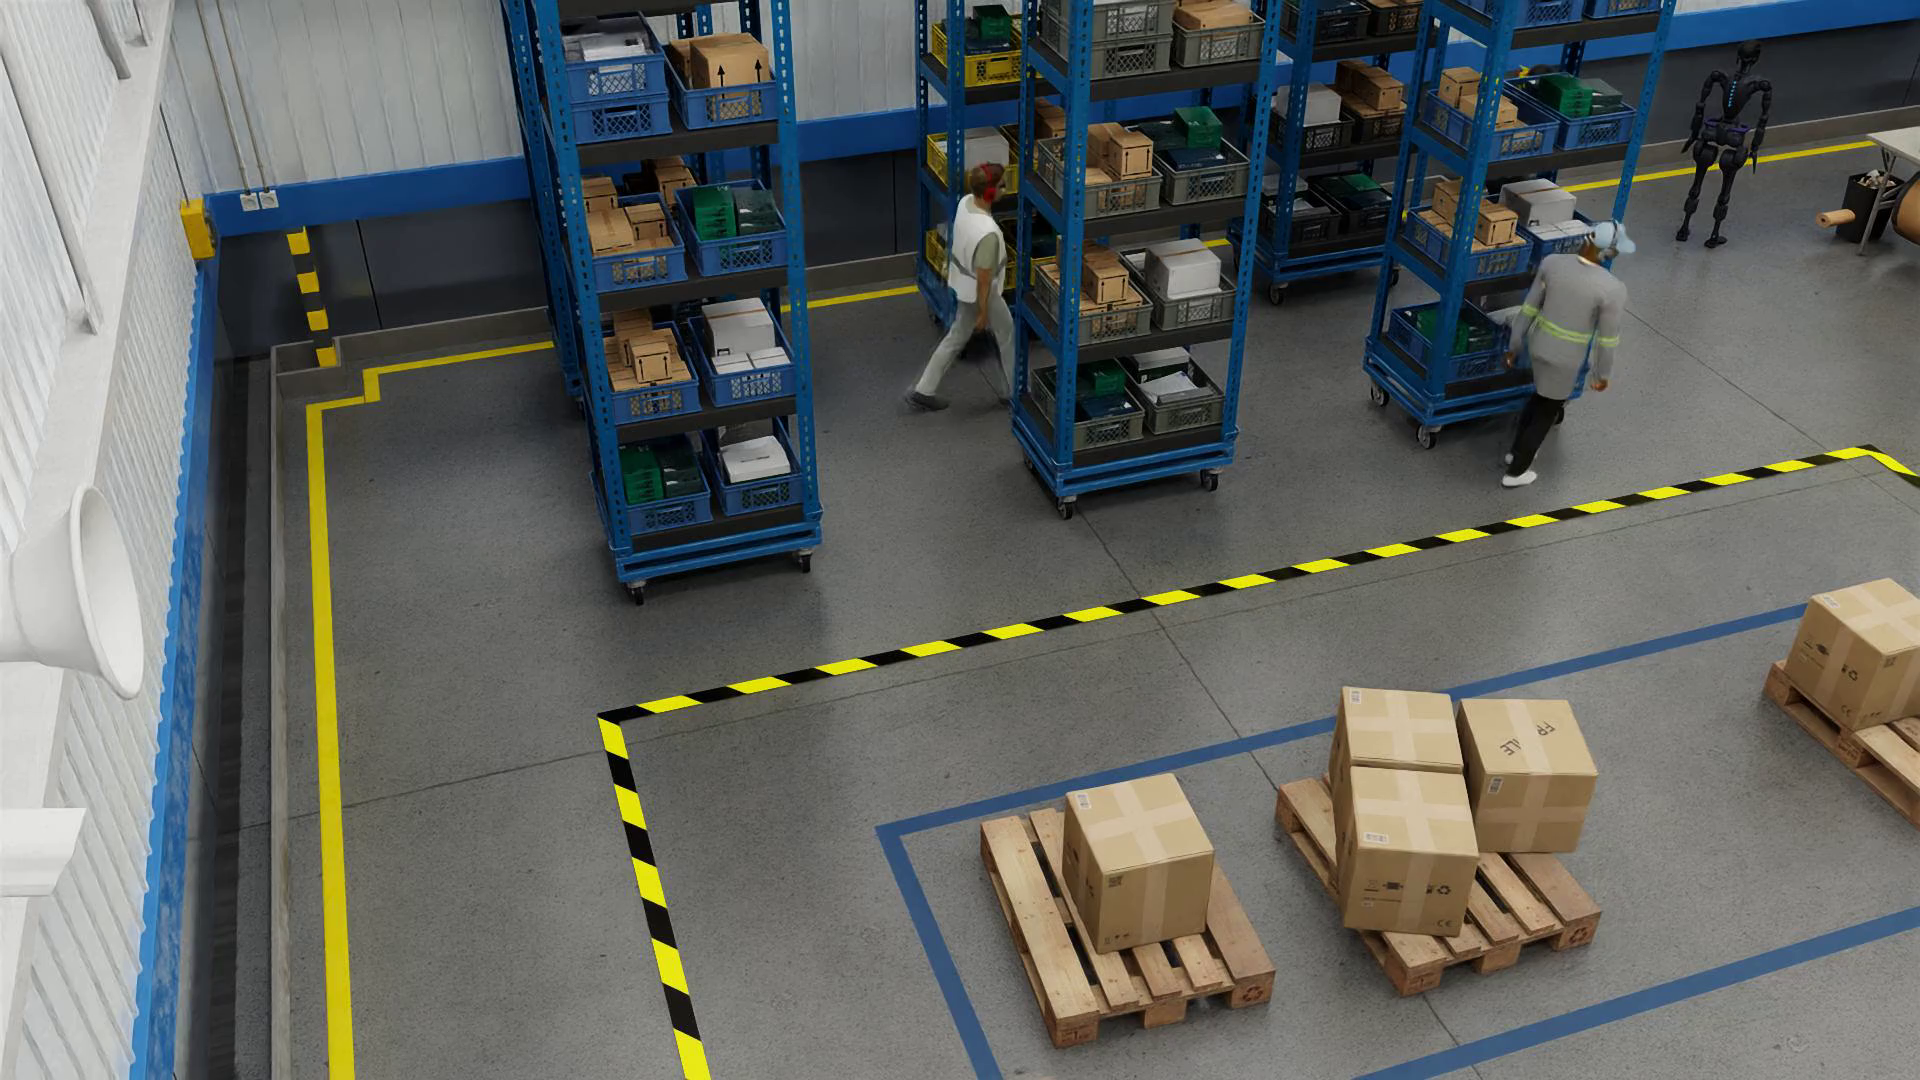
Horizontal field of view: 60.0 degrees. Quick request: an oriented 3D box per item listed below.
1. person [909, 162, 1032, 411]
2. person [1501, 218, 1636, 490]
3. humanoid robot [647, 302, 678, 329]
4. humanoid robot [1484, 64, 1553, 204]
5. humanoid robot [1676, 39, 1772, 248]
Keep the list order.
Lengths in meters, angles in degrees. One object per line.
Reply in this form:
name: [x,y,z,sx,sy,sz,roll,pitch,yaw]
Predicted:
person: [0.117,-1.660,11.082,0.962,1.800,0.568,-13,37,-18]
person: [3.733,-1.136,10.325,0.619,1.813,0.607,-21,40,-27]
humanoid robot: [-1.959,-1.102,10.424,0.689,1.637,0.613,6,36,8]
humanoid robot: [4.279,-2.881,12.924,0.376,1.644,0.598,-29,44,-34]
humanoid robot: [6.116,-3.189,13.342,0.599,1.657,0.315,25,42,31]
